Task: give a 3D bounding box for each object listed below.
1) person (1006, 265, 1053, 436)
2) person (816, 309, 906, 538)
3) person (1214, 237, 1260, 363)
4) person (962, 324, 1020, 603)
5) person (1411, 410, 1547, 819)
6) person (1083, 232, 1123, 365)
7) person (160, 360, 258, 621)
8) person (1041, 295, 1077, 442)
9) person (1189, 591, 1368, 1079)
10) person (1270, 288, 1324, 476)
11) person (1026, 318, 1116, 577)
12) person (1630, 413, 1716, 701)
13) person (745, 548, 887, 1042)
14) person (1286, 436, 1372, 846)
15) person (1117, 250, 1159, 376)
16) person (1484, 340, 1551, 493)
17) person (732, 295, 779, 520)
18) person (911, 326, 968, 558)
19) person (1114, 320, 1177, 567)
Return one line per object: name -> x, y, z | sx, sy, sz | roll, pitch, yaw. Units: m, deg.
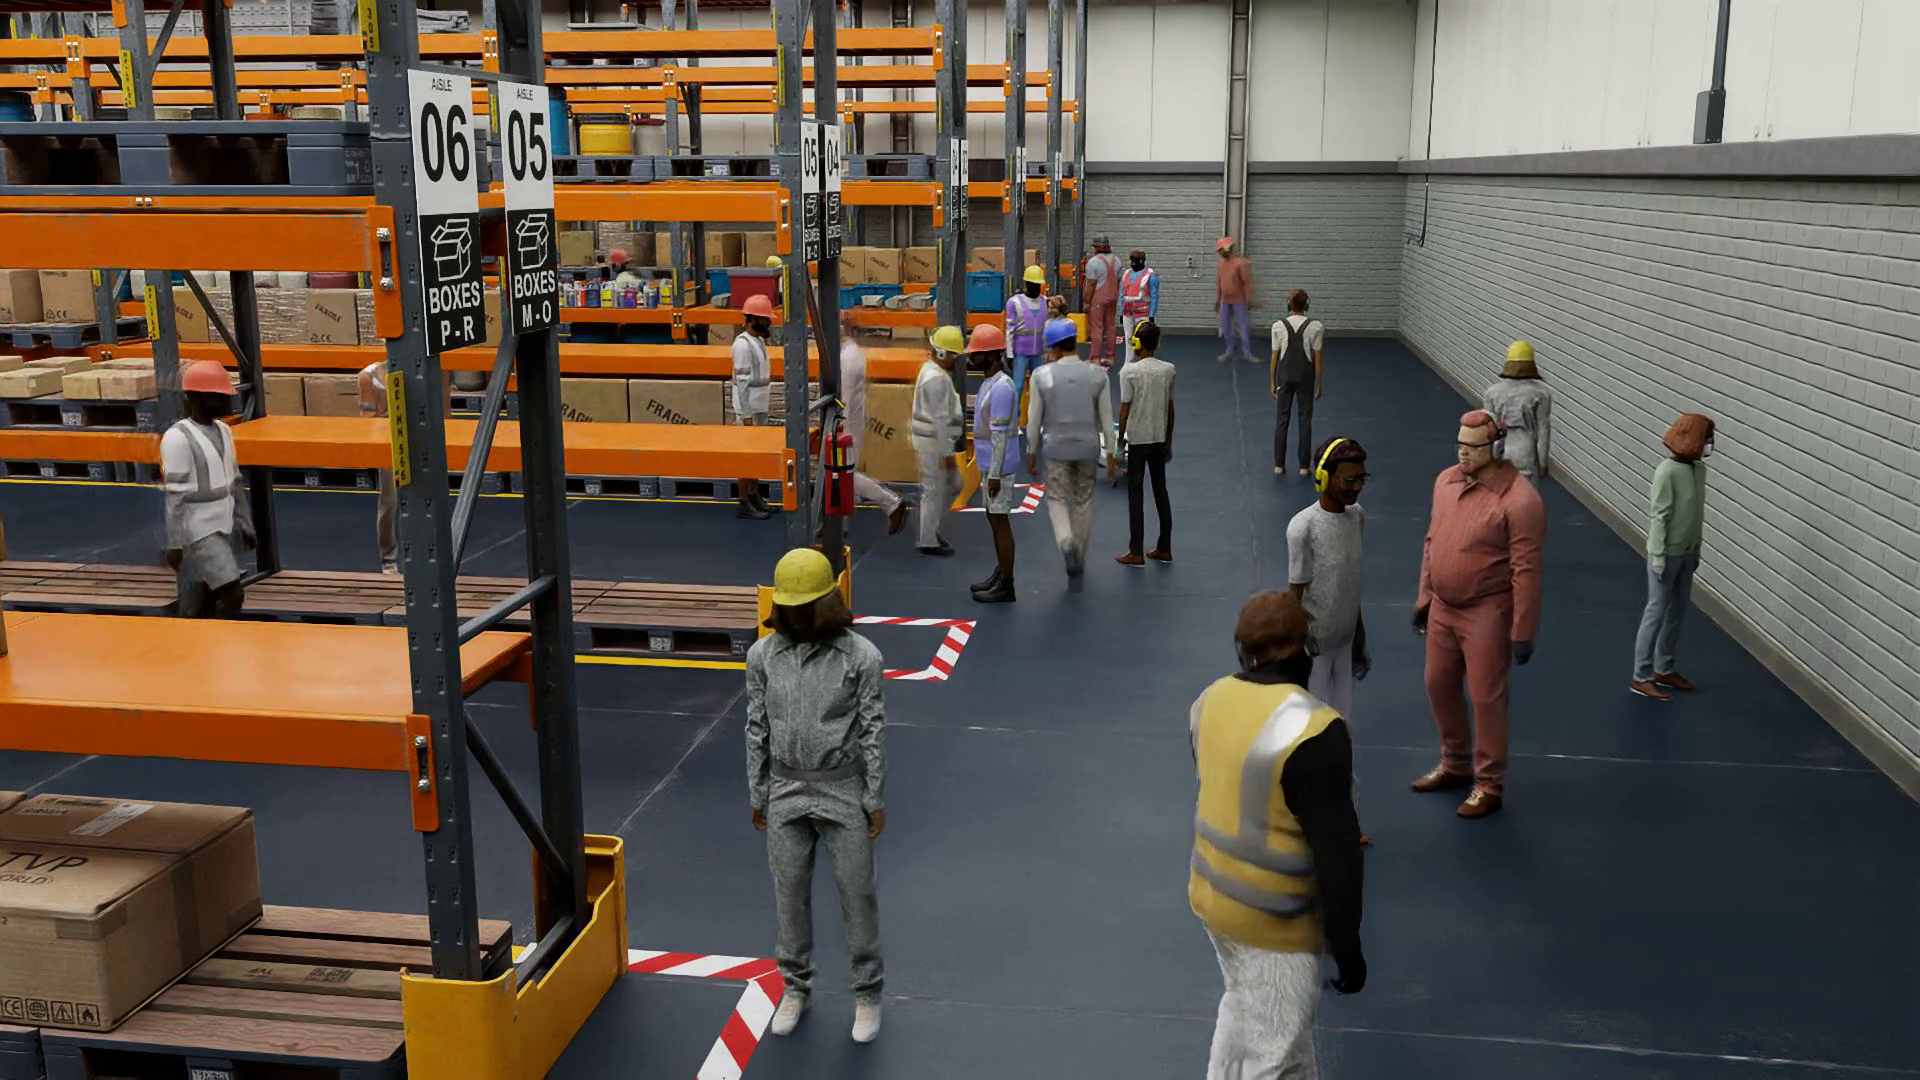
person -> 0.805, -2.141, 18.826 | 0.593, 1.918, 0.397 | -5, 13, -22
person -> -0.867, -0.915, 13.374 | 0.739, 1.878, 0.640 | -2, 13, -9
person -> 4.337, -3.740, 26.012 | 0.381, 1.943, 0.843 | -12, 17, -43
person -> 0.211, -0.525, 11.517 | 0.396, 1.929, 0.539 | -2, 13, -8
person -> 2.383, 0.336, 7.694 | 0.418, 1.894, 0.663 | -6, 14, -24
person -> 2.129, -3.691, 25.536 | 0.673, 2.000, 0.535 | -10, 16, -39
person -> -4.155, -0.058, 9.423 | 0.759, 1.909, 0.584 | 1, 13, 5
person -> 1.083, -1.858, 18.196 | 0.315, 1.631, 0.523 | -10, 16, -37
person -> 0.870, 1.051, 4.667 | 0.446, 1.811, 0.665 | -3, 13, -15
person -> 3.288, -1.538, 16.286 | 0.504, 1.838, 0.350 | 4, 13, 18
person -> 0.816, -0.643, 12.077 | 0.655, 1.910, 0.709 | -1, 13, -6
person -> 4.054, 0.087, 9.429 | 0.505, 1.627, 0.285 | -10, 16, -39
person -> -0.493, 0.869, 5.659 | 0.493, 1.731, 0.324 | 2, 13, 10
person -> 1.595, 0.467, 7.197 | 0.530, 1.855, 0.334 | -12, 17, -43
person -> 2.557, -3.266, 24.072 | 0.633, 1.841, 0.429 | 11, 17, 41
person -> 4.107, -0.605, 12.315 | 0.491, 1.736, 0.323 | 9, 15, 34
person -> -1.743, -1.139, 14.292 | 0.391, 1.923, 0.557 | 3, 13, 12
person -> -0.146, -0.740, 12.767 | 0.449, 1.797, 0.601 | 0, 12, 2
person -> 1.409, -0.726, 12.589 | 0.502, 1.854, 0.338 | -7, 14, -28
